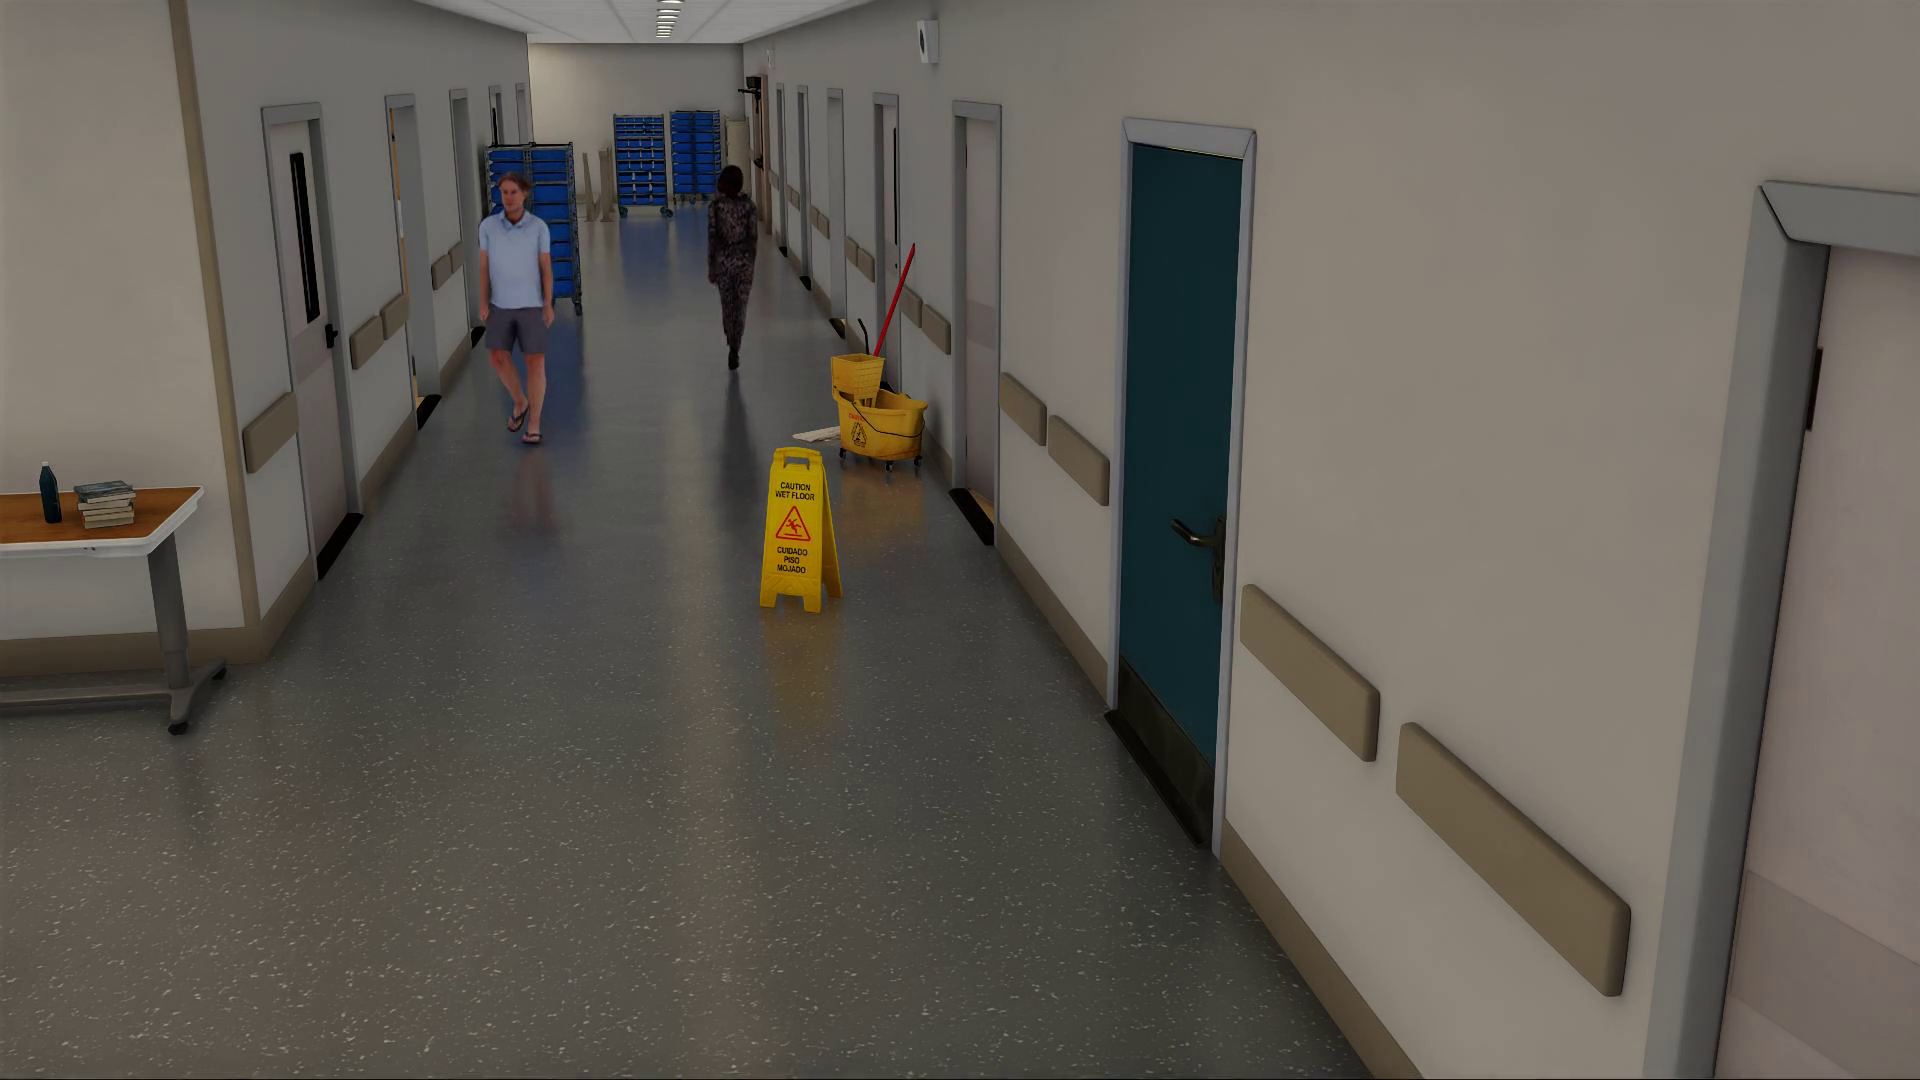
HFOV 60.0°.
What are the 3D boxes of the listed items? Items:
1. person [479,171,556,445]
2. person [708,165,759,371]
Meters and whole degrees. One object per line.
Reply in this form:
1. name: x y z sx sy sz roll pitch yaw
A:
1. person: -3.001 -1.598 11.392 0.711 1.825 0.754 0 16 -1
2. person: -1.898 -2.246 13.982 0.712 1.666 1.193 -1 16 -2
